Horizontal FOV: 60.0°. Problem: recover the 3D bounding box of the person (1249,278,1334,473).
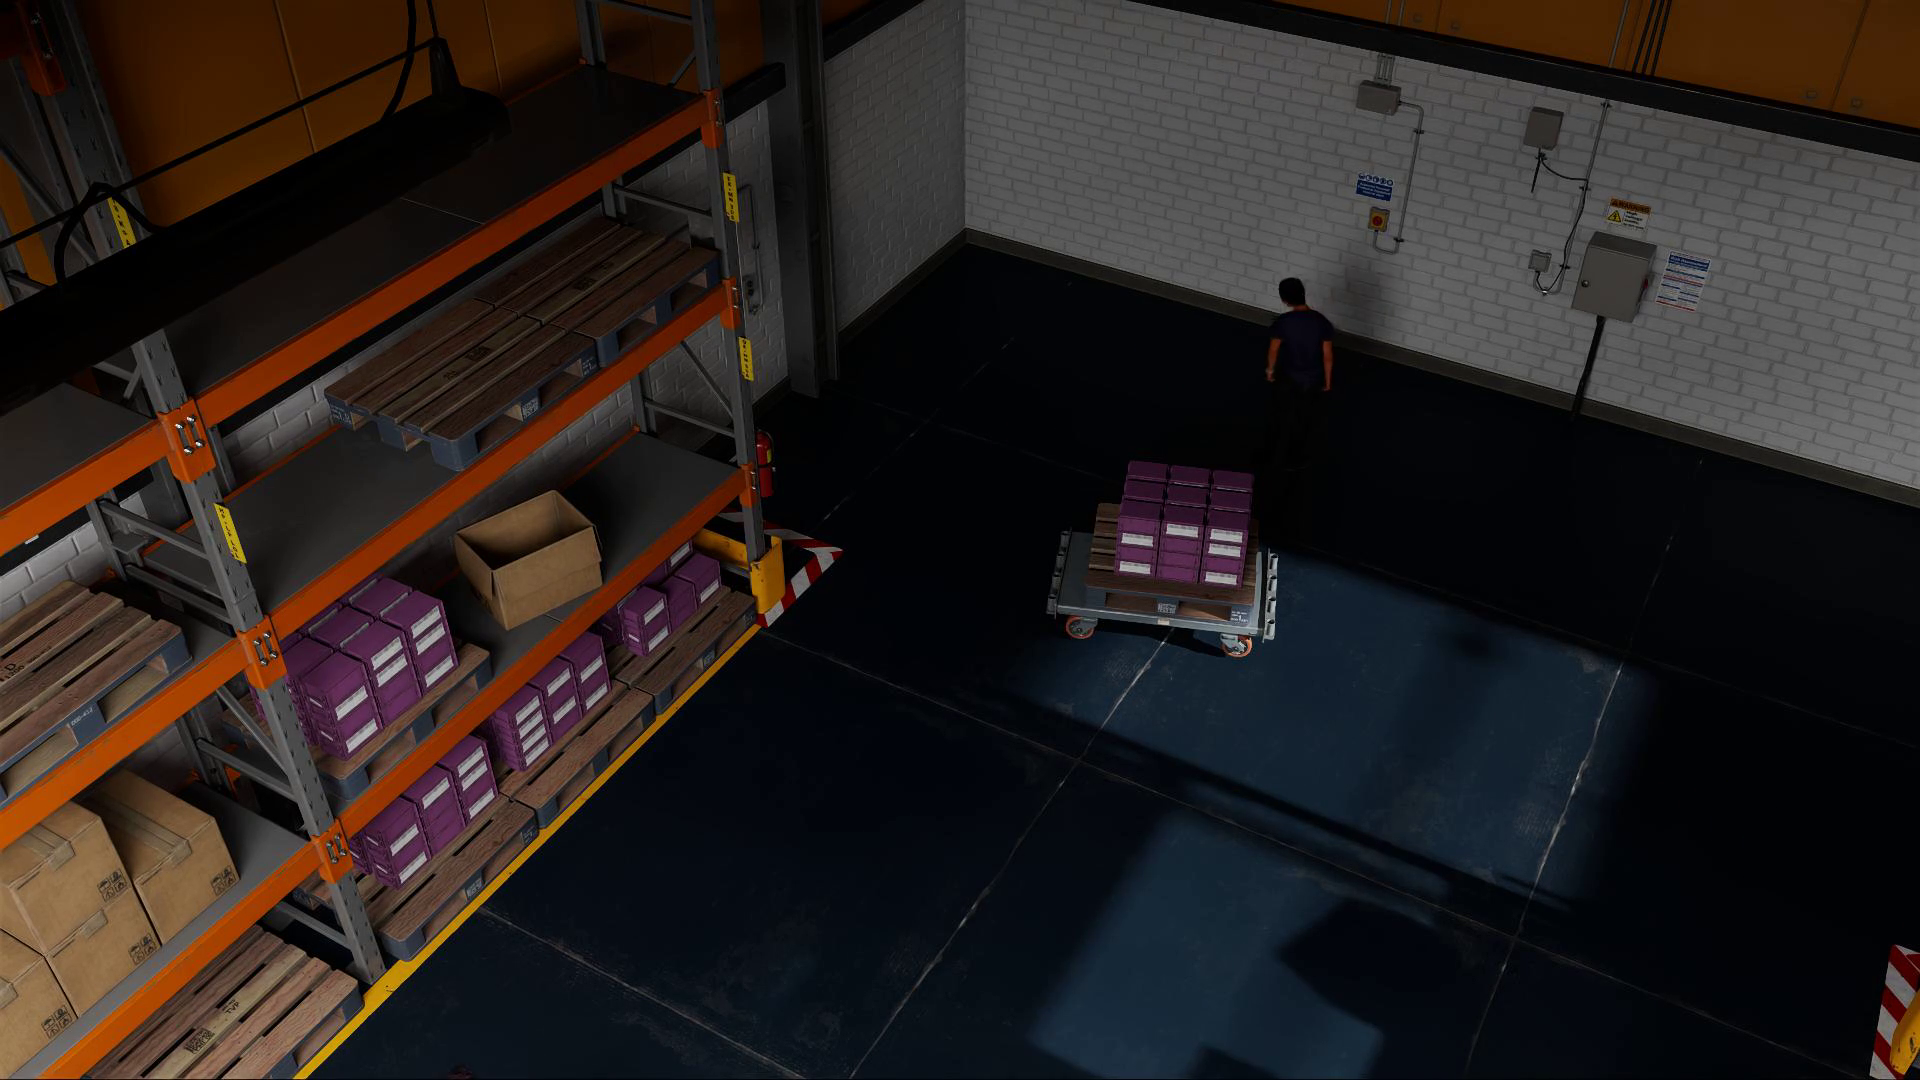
[{"bbox_3d":[2.771,-1.305,13.487,0.759,1.756,0.640,24,45,27],"label":"person"}]
